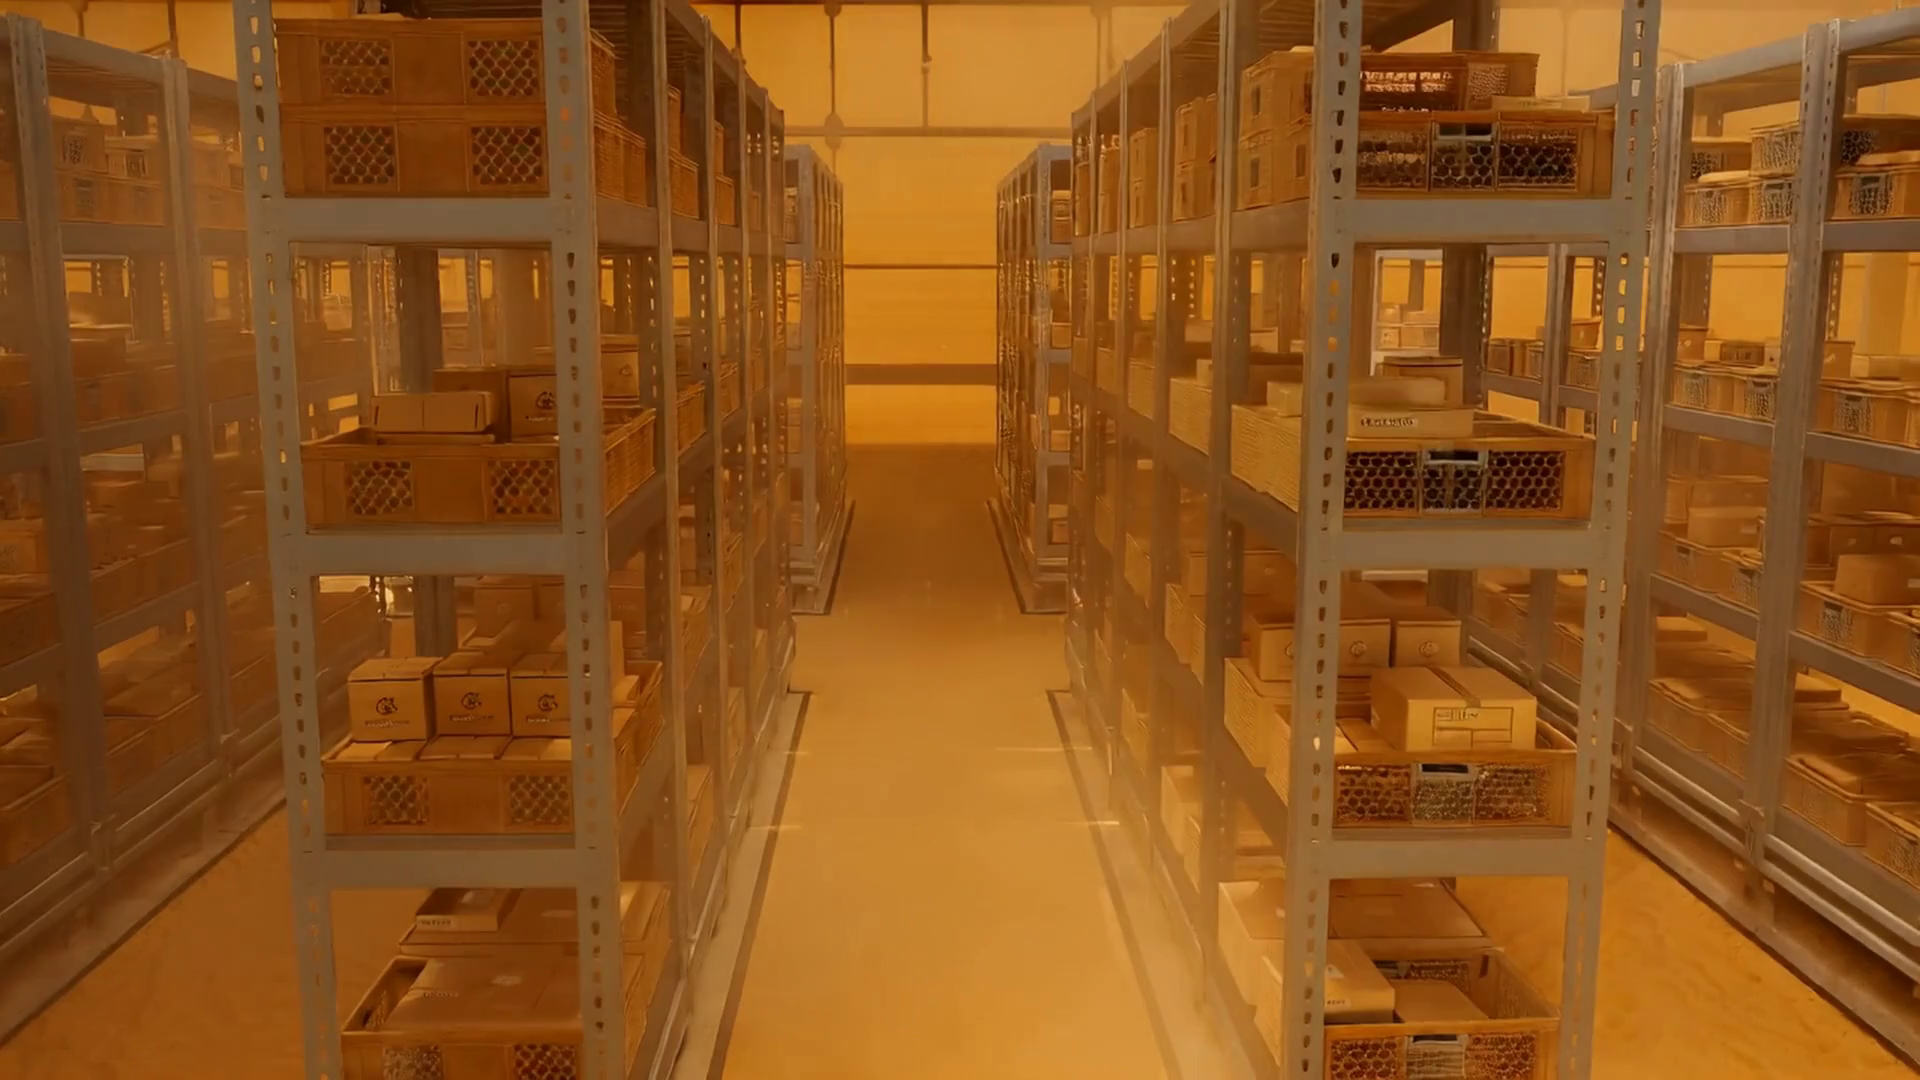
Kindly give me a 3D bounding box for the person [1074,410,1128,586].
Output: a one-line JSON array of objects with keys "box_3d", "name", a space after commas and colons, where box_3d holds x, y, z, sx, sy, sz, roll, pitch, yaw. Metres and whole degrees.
[{"box_3d": [0.995, -0.062, 11.154, 0.565, 1.850, 0.390, 6, 11, 33], "name": "person"}]
